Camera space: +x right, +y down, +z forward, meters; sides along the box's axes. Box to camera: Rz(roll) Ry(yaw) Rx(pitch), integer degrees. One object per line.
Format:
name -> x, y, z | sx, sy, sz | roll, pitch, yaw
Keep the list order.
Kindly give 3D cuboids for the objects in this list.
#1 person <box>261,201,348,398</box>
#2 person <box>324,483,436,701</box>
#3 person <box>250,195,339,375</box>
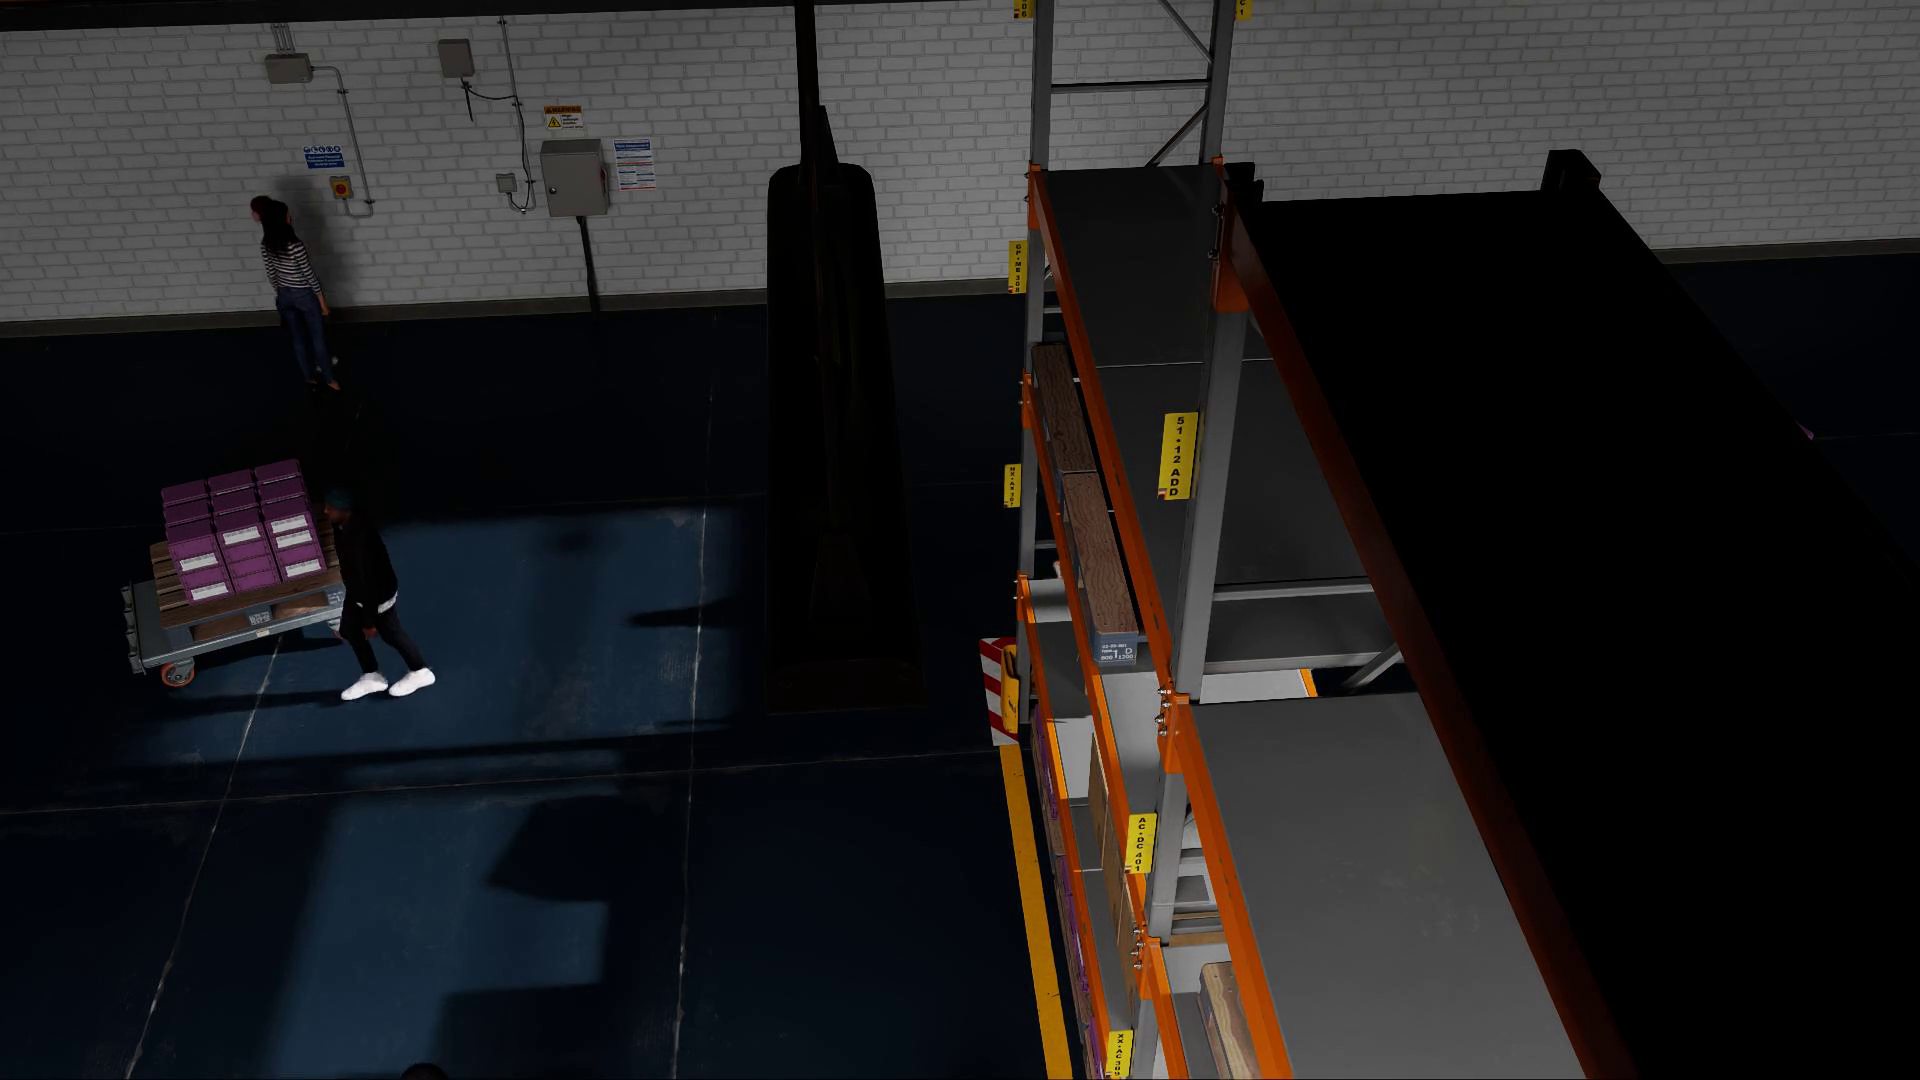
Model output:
person -> -5.522, -1.989, 13.903 | 0.649, 1.795, 0.609 | 10, 40, 12
person -> -3.803, 0.323, 11.006 | 0.975, 1.796, 0.943 | -23, 44, -26
person -> -5.582, -2.121, 14.119 | 0.809, 1.731, 0.723 | 13, 40, 15
